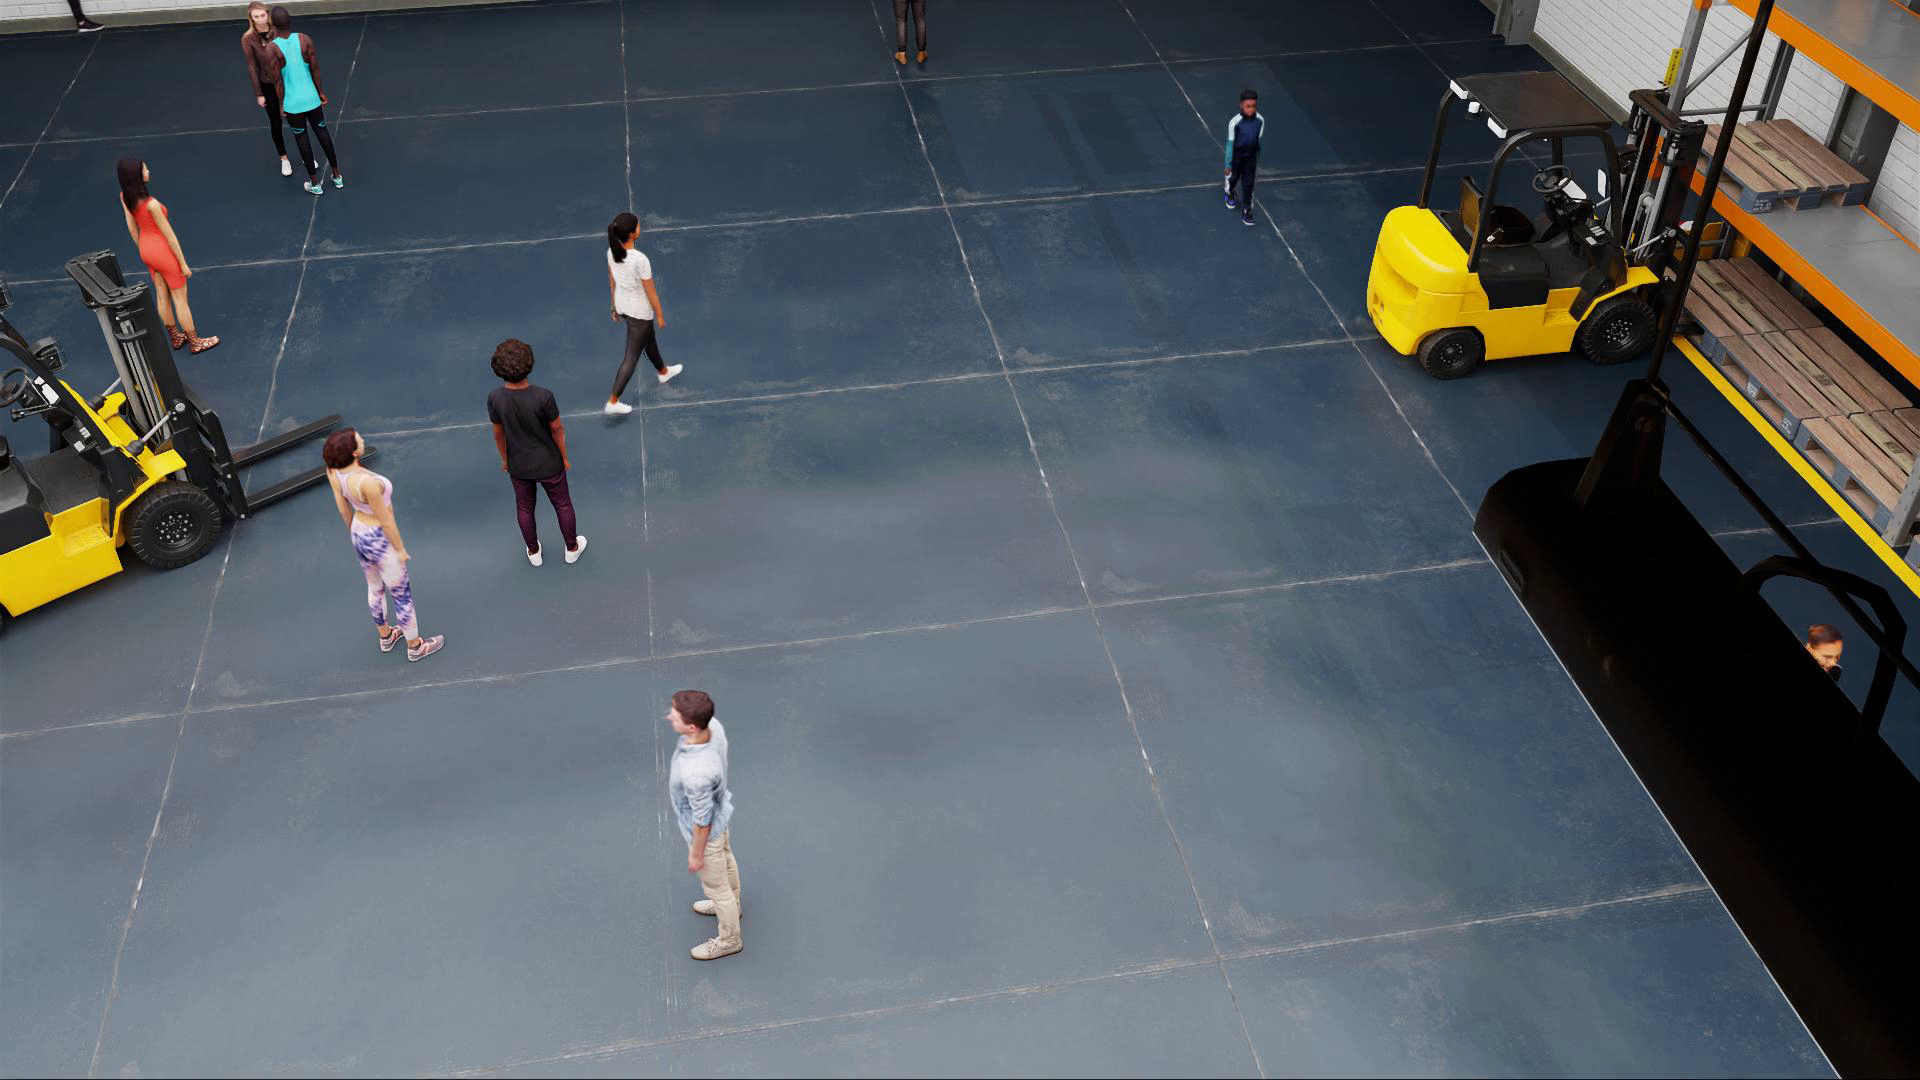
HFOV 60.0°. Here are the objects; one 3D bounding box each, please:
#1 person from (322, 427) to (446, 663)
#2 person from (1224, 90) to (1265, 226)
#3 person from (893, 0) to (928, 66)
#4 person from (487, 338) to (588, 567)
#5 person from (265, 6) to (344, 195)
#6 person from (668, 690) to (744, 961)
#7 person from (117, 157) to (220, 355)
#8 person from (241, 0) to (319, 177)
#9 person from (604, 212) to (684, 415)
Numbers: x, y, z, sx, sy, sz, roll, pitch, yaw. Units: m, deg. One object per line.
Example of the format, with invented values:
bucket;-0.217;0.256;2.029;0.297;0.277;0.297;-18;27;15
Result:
person;-3.712;0.023;10.585;0.687;1.765;0.730;20;43;23
person;2.634;-3.632;15.594;0.523;1.226;0.880;-6;39;-7
person;-0.559;-6.105;18.293;0.649;1.722;0.535;-5;39;-6
person;-2.907;-0.581;11.326;0.622;1.783;0.585;-4;39;-5
person;-6.260;-4.176;15.807;0.695;1.810;0.692;-27;46;-30
person;-1.321;1.474;8.702;0.730;1.848;0.529;-2;39;-2
person;-6.512;-2.314;13.548;0.667;1.719;0.693;17;42;20
person;-6.638;-4.413;16.188;0.670;1.704;0.637;-23;44;-26
person;-2.578;-1.718;12.895;1.107;1.602;1.120;28;46;30
